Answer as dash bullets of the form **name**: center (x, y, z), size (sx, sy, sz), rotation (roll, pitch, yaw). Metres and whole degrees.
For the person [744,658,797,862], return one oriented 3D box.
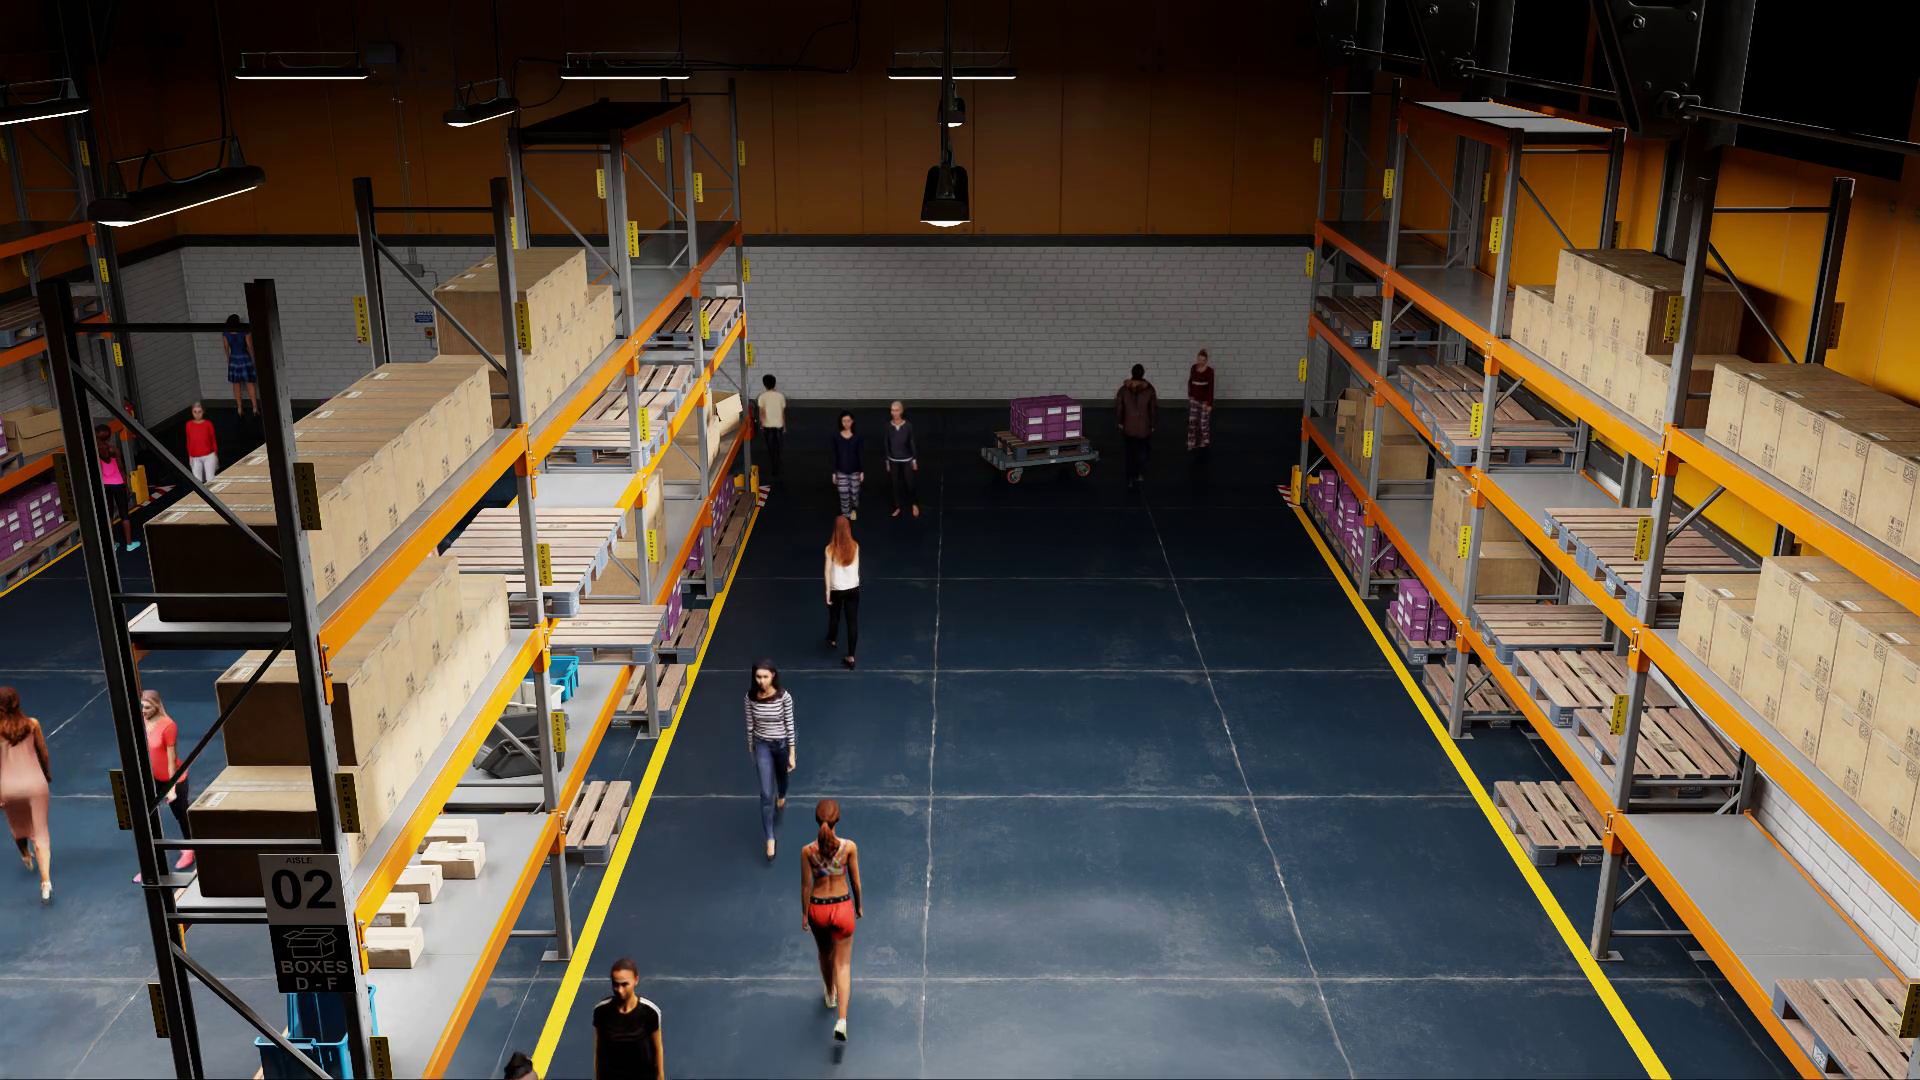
- **person**: center (-1.619, 1.844, 14.510), size (0.636, 1.742, 1.181), rotation (-1, 19, -4)

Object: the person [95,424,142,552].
- **person**: center (-11.264, -0.697, 22.082), size (0.554, 1.726, 0.557), rotation (-1, 19, -3)

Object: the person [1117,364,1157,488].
- **person**: center (2.634, -1.690, 24.872), size (0.856, 1.827, 0.892), rotation (4, 19, 13)

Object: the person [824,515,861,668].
- **person**: center (-1.249, 0.588, 18.315), size (0.766, 1.694, 1.053), rotation (-5, 19, -16)

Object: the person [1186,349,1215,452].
- **person**: center (3.906, -2.269, 26.838), size (0.907, 1.670, 1.030), rotation (14, 23, 35)

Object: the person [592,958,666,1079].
- **person**: center (-2.024, 3.291, 10.347), size (0.622, 1.657, 0.629), rotation (3, 19, 9)

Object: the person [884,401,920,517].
- **person**: center (-0.823, -1.140, 23.430), size (0.675, 1.705, 0.672), rotation (3, 19, 8)

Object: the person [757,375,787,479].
- **person**: center (-2.834, -1.714, 25.349), size (0.748, 1.567, 0.856), rotation (-8, 20, -22)

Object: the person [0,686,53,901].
- **person**: center (-7.669, 2.108, 13.665), size (0.993, 1.781, 1.201), rotation (-11, 22, -30)

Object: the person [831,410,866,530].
- **person**: center (-1.539, -0.953, 22.851), size (0.604, 1.720, 0.835), rotation (0, 19, 0)

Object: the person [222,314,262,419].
- **person**: center (-12.488, -3.033, 28.894), size (0.692, 1.805, 0.609), rotation (-2, 19, -7)

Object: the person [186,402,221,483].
- **person**: center (-10.658, -1.141, 23.467), size (0.664, 1.682, 0.777), rotation (-4, 19, -12)

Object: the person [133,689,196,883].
- **person**: center (-6.706, 2.010, 14.125), size (0.647, 1.673, 0.830), rotation (2, 19, 7)

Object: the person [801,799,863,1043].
- **person**: center (-0.911, 2.725, 11.866), size (0.687, 1.760, 1.120), rotation (-2, 19, -6)
